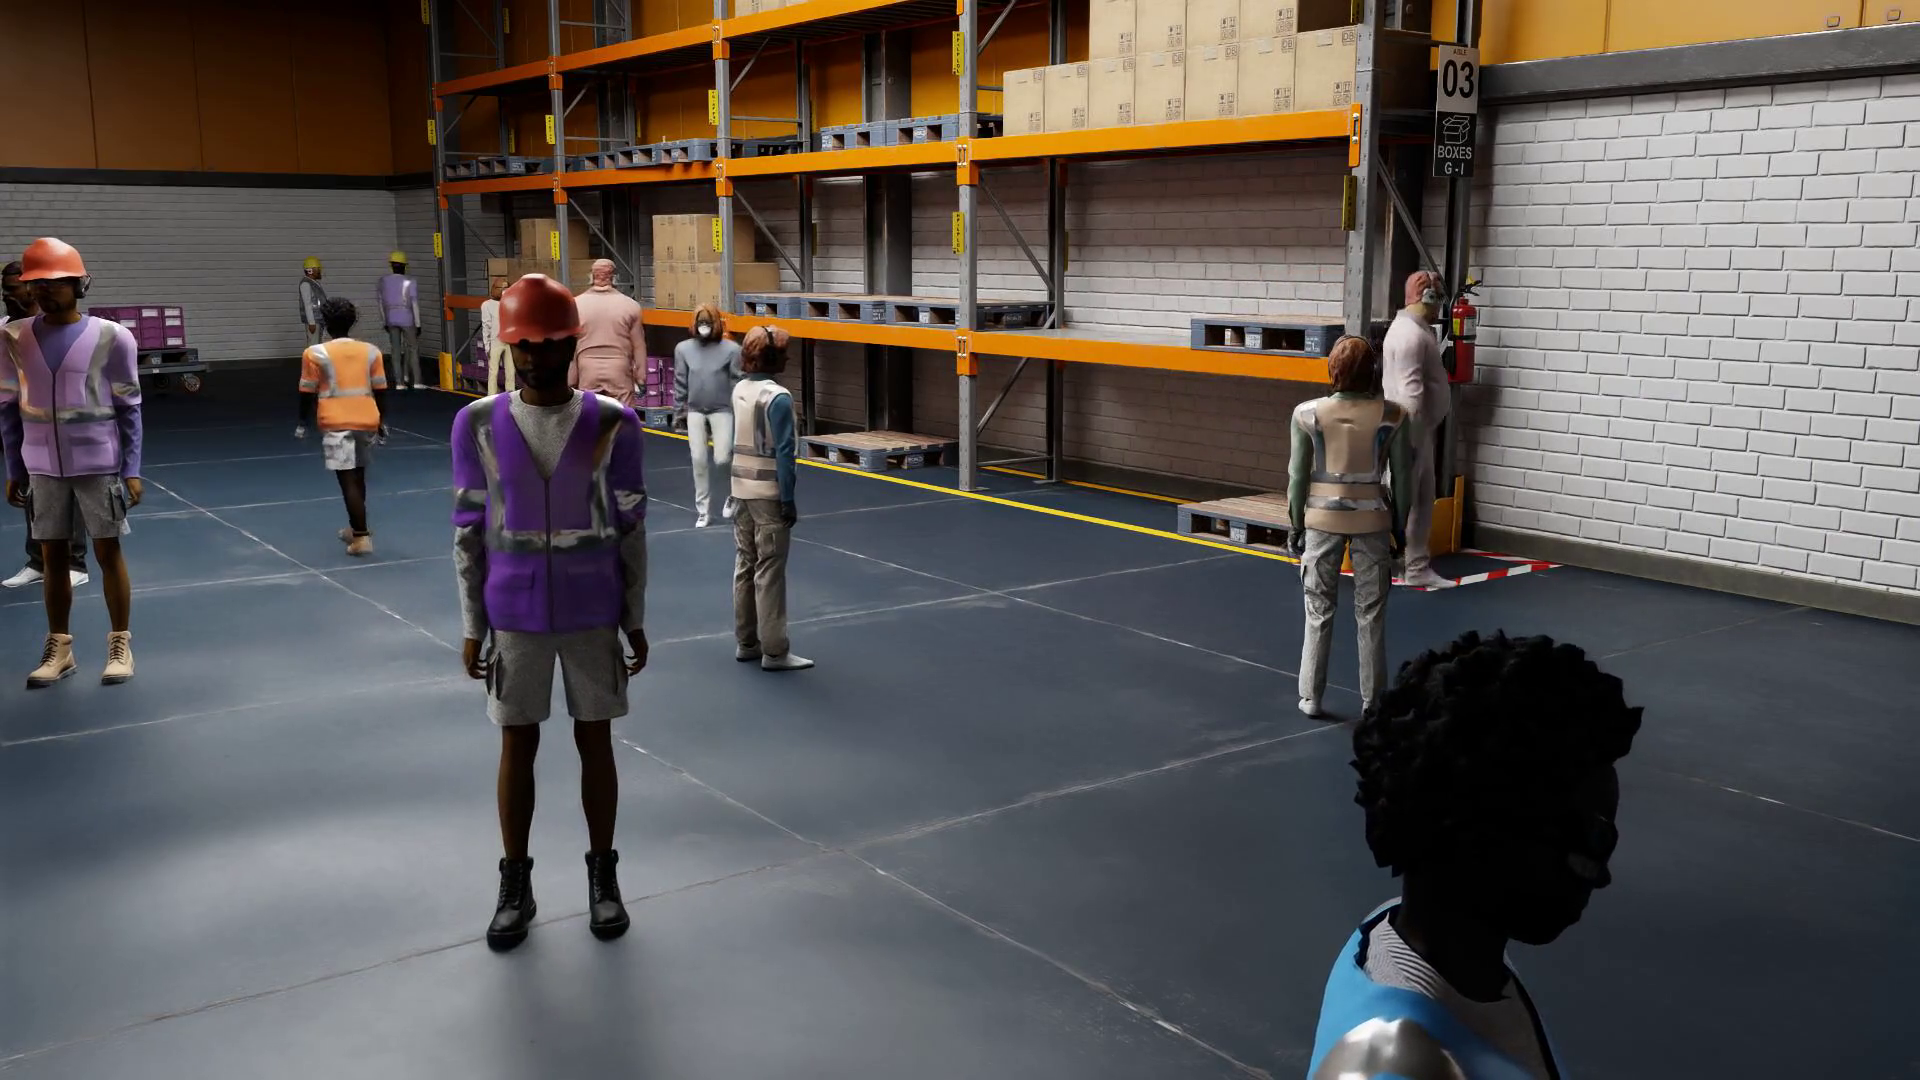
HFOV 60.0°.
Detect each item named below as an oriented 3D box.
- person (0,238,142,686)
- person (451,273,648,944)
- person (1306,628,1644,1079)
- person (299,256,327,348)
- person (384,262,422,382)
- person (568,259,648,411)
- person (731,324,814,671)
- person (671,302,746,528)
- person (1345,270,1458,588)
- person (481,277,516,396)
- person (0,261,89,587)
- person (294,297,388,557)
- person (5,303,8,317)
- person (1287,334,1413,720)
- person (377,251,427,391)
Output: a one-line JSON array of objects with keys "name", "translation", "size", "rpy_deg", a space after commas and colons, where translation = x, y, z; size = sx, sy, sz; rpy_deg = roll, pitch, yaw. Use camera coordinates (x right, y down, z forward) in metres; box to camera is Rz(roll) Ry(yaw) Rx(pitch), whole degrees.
[{"name": "person", "translation": [-4.056, -0.343, 7.599], "size": [0.605, 2.045, 0.381], "rpy_deg": [-1, 10, -8]}, {"name": "person", "translation": [-1.168, 0.211, 4.797], "size": [0.548, 1.937, 0.379], "rpy_deg": [-2, 10, -10]}, {"name": "person", "translation": [0.431, 0.912, 1.552], "size": [0.319, 1.694, 0.533], "rpy_deg": [3, 11, 16]}, {"name": "person", "translation": [-9.340, -3.185, 24.104], "size": [0.404, 1.836, 0.592], "rpy_deg": [-2, 10, -10]}, {"name": "person", "translation": [-8.141, -3.230, 24.303], "size": [0.527, 1.855, 0.377], "rpy_deg": [-2, 10, -12]}, {"name": "person", "translation": [-2.846, -1.311, 13.447], "size": [0.648, 1.898, 0.406], "rpy_deg": [-1, 10, -5]}, {"name": "person", "translation": [-0.930, -0.200, 7.931], "size": [0.315, 1.641, 0.514], "rpy_deg": [-7, 12, -33]}, {"name": "person", "translation": [-1.774, -0.893, 11.875], "size": [0.542, 1.615, 0.391], "rpy_deg": [2, 10, 9]}, {"name": "person", "translation": [2.532, -0.637, 9.745], "size": [0.763, 1.872, 0.643], "rpy_deg": [3, 10, 15]}, {"name": "person", "translation": [-5.396, -2.278, 19.617], "size": [0.496, 1.629, 0.277], "rpy_deg": [-9, 14, -42]}, {"name": "person", "translation": [-5.399, -0.666, 9.769], "size": [0.589, 1.917, 0.387], "rpy_deg": [3, 11, 18]}, {"name": "person", "translation": [-4.062, -0.746, 10.885], "size": [0.764, 1.662, 0.550], "rpy_deg": [9, 13, 41]}, {"name": "person", "translation": [-11.149, -2.319, 19.823], "size": [0.289, 1.632, 0.497], "rpy_deg": [0, 10, -1]}, {"name": "person", "translation": [1.640, -0.041, 7.033], "size": [0.514, 1.645, 0.309], "rpy_deg": [3, 10, 14]}, {"name": "person", "translation": [-7.676, -2.999, 22.835], "size": [0.605, 1.921, 0.433], "rpy_deg": [1, 10, 5]}]
